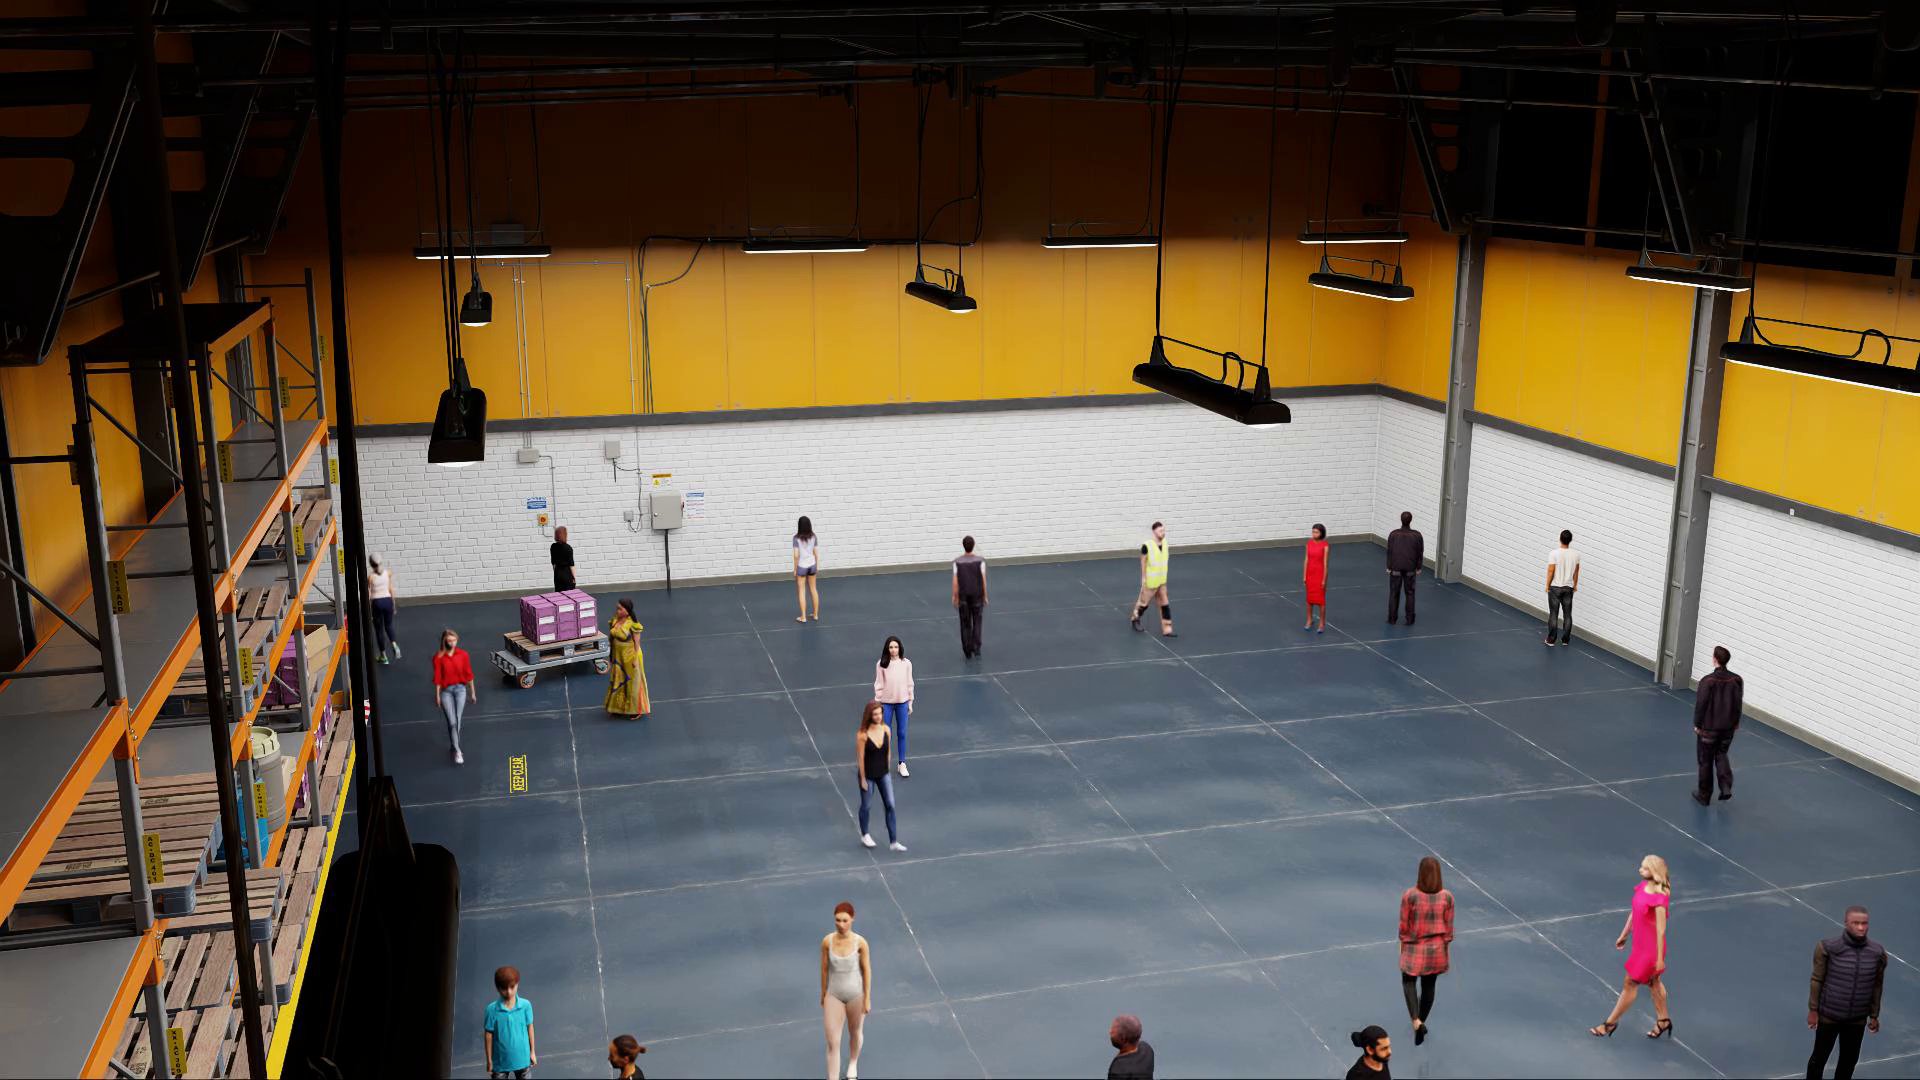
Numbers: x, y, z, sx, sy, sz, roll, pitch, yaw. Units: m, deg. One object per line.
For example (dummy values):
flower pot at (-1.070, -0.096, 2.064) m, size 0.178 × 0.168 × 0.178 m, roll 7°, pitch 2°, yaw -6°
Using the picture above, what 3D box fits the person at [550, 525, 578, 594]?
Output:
person at (-6.234, 0.601, 26.176) m, size 0.649 × 1.706 × 0.698 m, roll 7°, pitch 15°, yaw 26°

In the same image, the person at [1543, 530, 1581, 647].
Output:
person at (9.212, 0.725, 25.453) m, size 0.680 × 1.804 × 0.611 m, roll 0°, pitch 14°, yaw -2°

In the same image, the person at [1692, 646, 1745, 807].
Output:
person at (8.793, 2.181, 19.232) m, size 0.759 × 1.902 × 0.794 m, roll -1°, pitch 14°, yaw -3°

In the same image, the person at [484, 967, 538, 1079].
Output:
person at (-3.468, 3.966, 12.824) m, size 0.545 × 1.448 × 0.513 m, roll -5°, pitch 15°, yaw -21°

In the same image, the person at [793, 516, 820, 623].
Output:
person at (-2.479, 0.452, 26.730) m, size 0.636 × 1.733 × 0.598 m, roll -8°, pitch 16°, yaw -29°

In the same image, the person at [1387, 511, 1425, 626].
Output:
person at (7.078, 0.443, 26.547) m, size 0.802 × 1.838 × 0.756 m, roll 3°, pitch 14°, yaw 11°

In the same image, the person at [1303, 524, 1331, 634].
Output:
person at (5.611, 0.590, 26.143) m, size 0.598 × 1.742 × 0.699 m, roll 12°, pitch 18°, yaw 42°

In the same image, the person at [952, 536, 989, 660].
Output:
person at (0.152, 0.876, 24.770) m, size 0.840 × 1.832 × 0.936 m, roll 1°, pitch 14°, yaw 2°

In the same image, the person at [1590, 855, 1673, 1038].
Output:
person at (5.979, 3.497, 14.228) m, size 0.832 × 1.700 × 0.956 m, roll 1°, pitch 14°, yaw 5°

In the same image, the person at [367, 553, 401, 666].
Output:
person at (-8.457, 1.028, 24.448) m, size 0.799 × 1.689 × 0.883 m, roll -13°, pitch 19°, yaw -43°

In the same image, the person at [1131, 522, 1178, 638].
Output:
person at (2.983, 0.604, 25.941) m, size 0.937 × 1.809 × 1.234 m, roll -8°, pitch 16°, yaw -30°

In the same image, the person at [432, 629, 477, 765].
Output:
person at (-6.365, 1.914, 20.808) m, size 0.803 × 1.679 × 0.970 m, roll -9°, pitch 16°, yaw -34°

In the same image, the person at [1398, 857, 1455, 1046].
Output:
person at (3.960, 3.526, 14.127) m, size 0.798 × 1.690 × 0.970 m, roll 1°, pitch 14°, yaw 6°

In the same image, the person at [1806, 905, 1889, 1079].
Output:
person at (6.927, 3.711, 13.055) m, size 0.772 × 1.835 × 0.732 m, roll 2°, pitch 14°, yaw 8°

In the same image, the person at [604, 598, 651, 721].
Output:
person at (-4.476, 1.570, 22.271) m, size 1.000 × 1.659 × 1.040 m, roll 6°, pitch 15°, yaw 24°

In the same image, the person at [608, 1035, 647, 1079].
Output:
person at (-2.240, 4.176, 11.489) m, size 0.639 × 1.669 × 0.459 m, roll -3°, pitch 14°, yaw -13°

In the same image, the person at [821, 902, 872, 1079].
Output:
person at (-0.920, 3.696, 13.586) m, size 0.747 × 1.615 × 1.017 m, roll 0°, pitch 14°, yaw 1°

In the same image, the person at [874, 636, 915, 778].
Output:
person at (-0.803, 2.010, 20.221) m, size 0.667 × 1.770 × 0.581 m, roll -2°, pitch 14°, yaw -7°

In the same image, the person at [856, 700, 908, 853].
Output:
person at (-0.973, 2.548, 18.150) m, size 0.744 × 1.697 × 0.963 m, roll -8°, pitch 16°, yaw -31°

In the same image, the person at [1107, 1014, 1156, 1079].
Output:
person at (1.268, 4.126, 11.475) m, size 1.278 × 1.774 × 1.104 m, roll 11°, pitch 18°, yaw 39°

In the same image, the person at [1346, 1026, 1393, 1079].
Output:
person at (2.715, 4.151, 11.509) m, size 1.222 × 1.709 × 1.100 m, roll 10°, pitch 17°, yaw 35°
